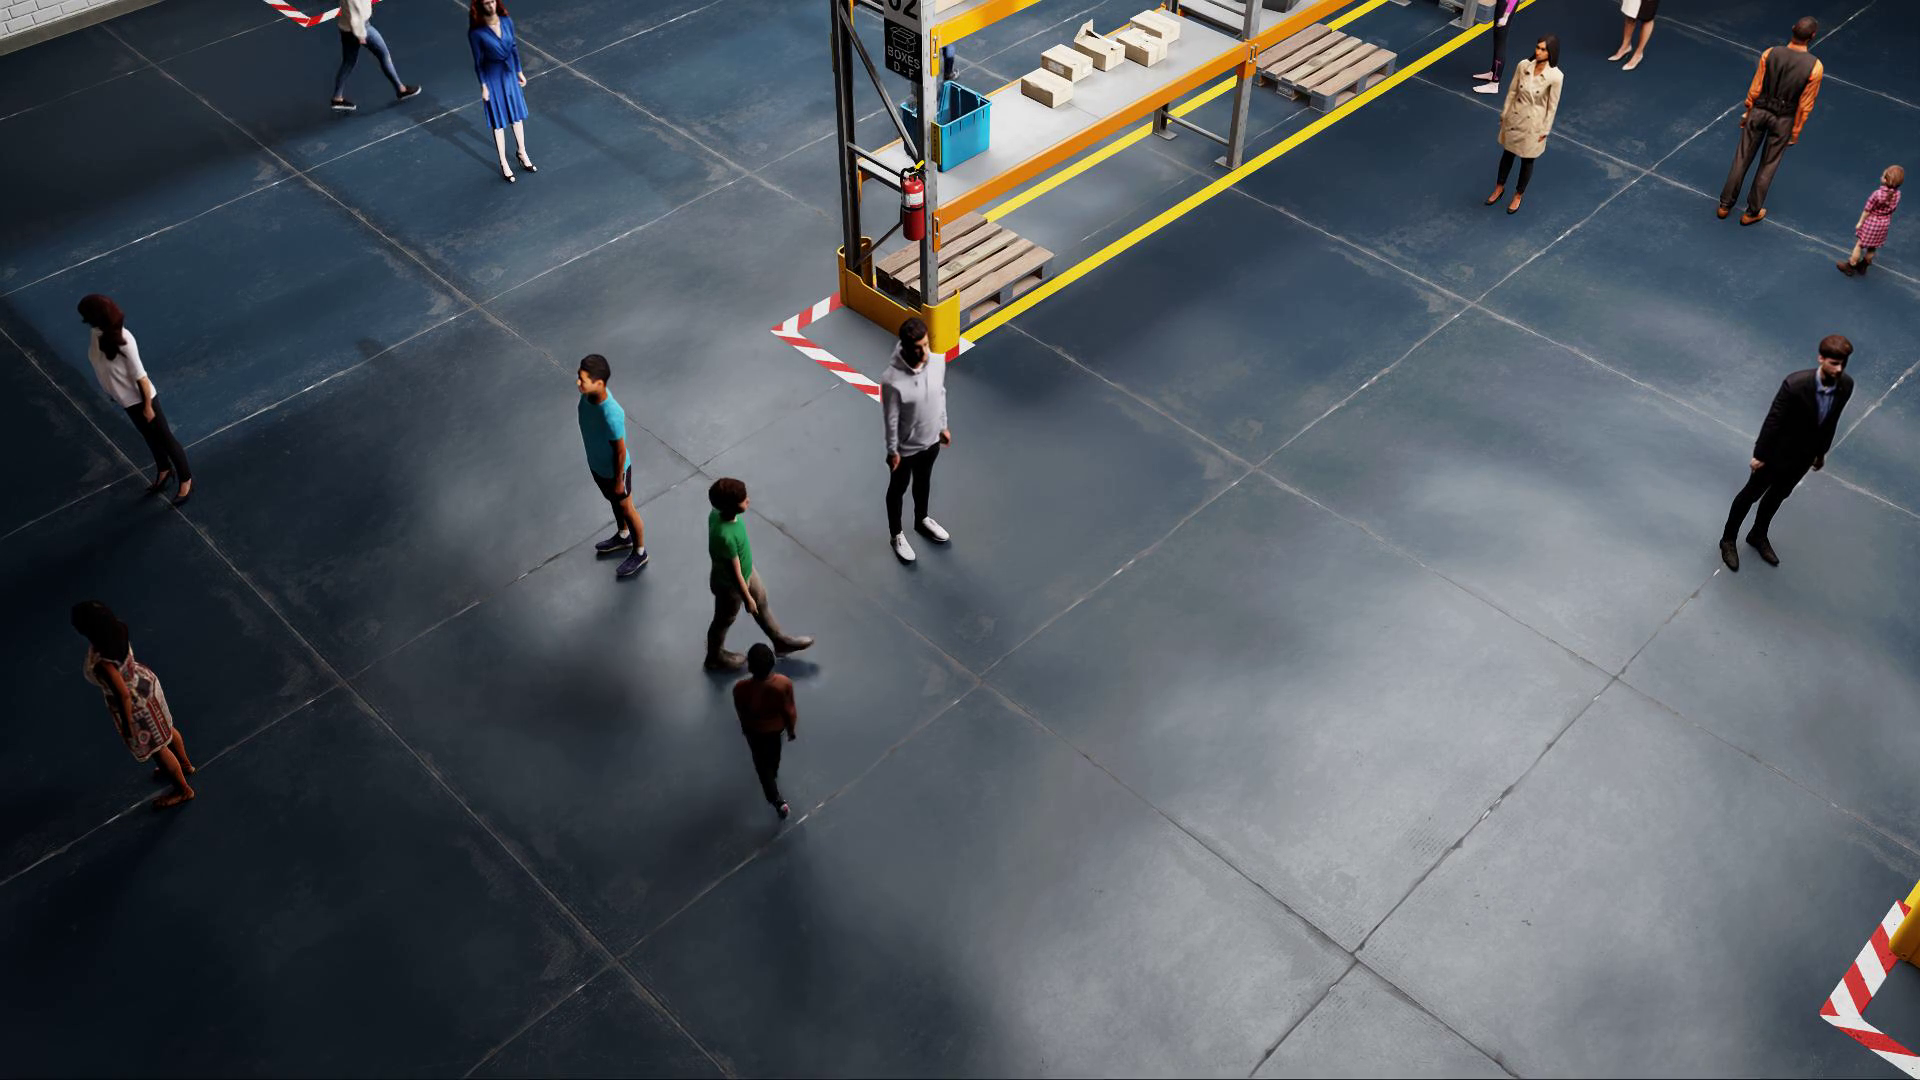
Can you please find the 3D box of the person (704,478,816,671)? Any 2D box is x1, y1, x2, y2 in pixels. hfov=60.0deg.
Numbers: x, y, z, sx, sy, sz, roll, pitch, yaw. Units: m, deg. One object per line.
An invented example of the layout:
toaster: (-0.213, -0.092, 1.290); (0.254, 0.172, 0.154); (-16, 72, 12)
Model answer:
person: (-1.533, 0.249, 10.579); (1.056, 1.625, 0.982); (-1, 44, -1)

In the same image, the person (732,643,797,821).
person: (-1.145, 1.151, 9.916); (0.866, 1.232, 0.779); (-14, 45, -14)

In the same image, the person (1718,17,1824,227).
person: (7.051, -3.641, 14.456); (0.718, 1.908, 0.644); (28, 50, 26)

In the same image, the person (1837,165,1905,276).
person: (7.773, -2.712, 14.124); (0.489, 1.022, 0.557); (-5, 44, -5)

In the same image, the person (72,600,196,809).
person: (-4.875, 0.945, 9.833); (0.711, 1.645, 0.725); (-11, 45, -11)

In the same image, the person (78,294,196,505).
person: (-5.824, -1.018, 11.789); (0.640, 1.790, 0.572); (26, 50, 25)

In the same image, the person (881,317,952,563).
person: (-0.327, -0.718, 11.376); (0.544, 1.925, 0.751); (-30, 51, -28)

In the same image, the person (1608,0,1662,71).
person: (6.875, -5.569, 16.592); (0.643, 1.754, 0.662); (-17, 46, -17)

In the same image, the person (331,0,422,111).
person: (-5.860, -4.871, 15.932); (1.142, 1.654, 0.726); (-28, 50, -26)

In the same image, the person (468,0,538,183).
person: (-4.145, -4.130, 15.027); (0.660, 1.828, 0.492); (34, 53, 31)

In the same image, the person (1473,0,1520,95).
person: (5.336, -5.225, 16.233); (0.723, 1.751, 0.634); (10, 45, 11)

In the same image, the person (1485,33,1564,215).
person: (4.994, -3.675, 14.656); (0.627, 1.682, 0.502); (34, 53, 31)

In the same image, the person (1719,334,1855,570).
person: (5.634, -0.625, 11.300); (0.757, 1.894, 0.850); (-6, 44, -6)

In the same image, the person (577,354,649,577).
person: (-2.369, -0.530, 11.286); (0.577, 1.777, 0.649); (-26, 49, -24)
